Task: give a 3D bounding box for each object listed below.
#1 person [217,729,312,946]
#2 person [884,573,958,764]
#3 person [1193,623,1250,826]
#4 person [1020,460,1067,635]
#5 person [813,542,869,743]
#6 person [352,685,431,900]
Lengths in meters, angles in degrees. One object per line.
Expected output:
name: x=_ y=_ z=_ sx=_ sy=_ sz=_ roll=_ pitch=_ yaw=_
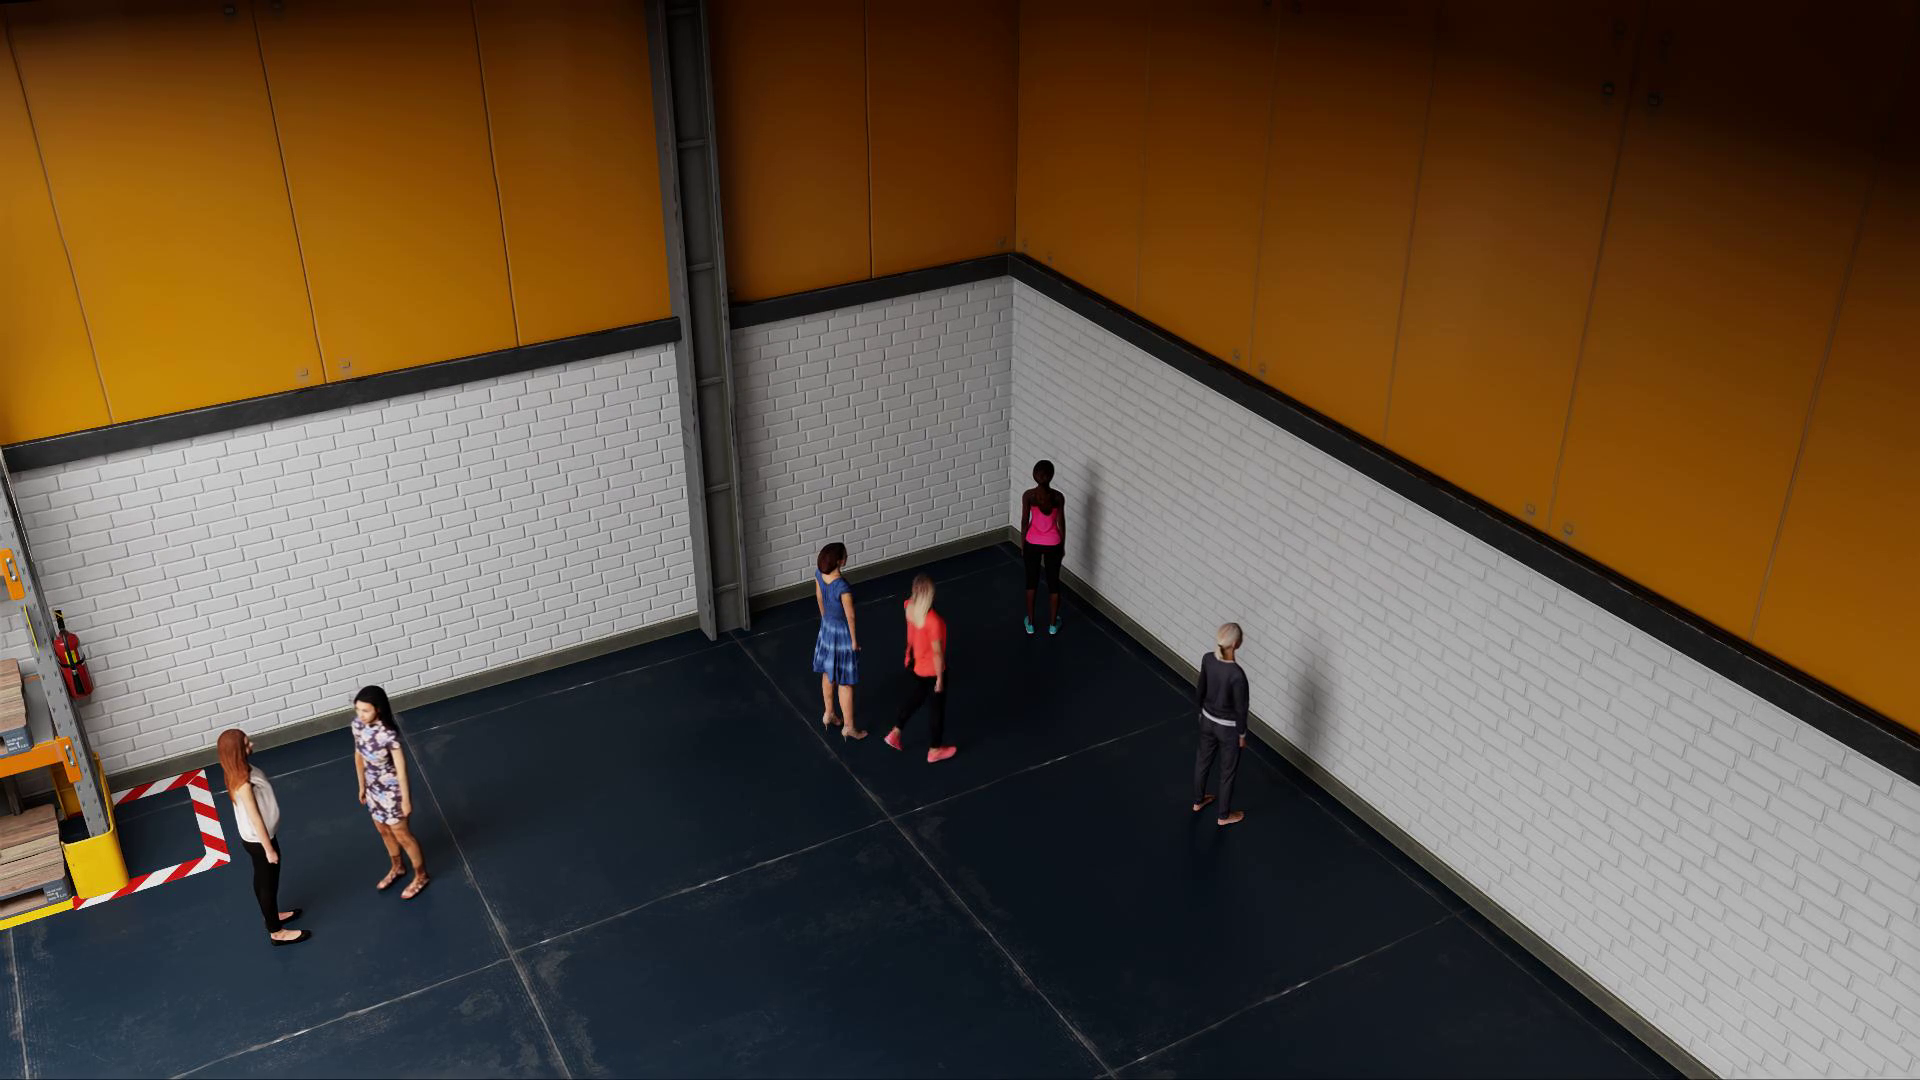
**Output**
person: x=-4.806 y=2.019 z=11.374 sx=0.492 sy=1.722 sz=0.567 roll=-16 pitch=33 yaw=-27
person: x=-0.359 y=1.045 z=13.207 sx=0.842 sy=1.677 sz=0.688 roll=-19 pitch=34 yaw=-30
person: x=1.979 y=1.364 z=12.570 sx=0.582 sy=1.726 sz=0.653 roll=-23 pitch=36 yaw=-35
person: x=0.745 y=0.060 z=14.966 sx=0.647 sy=1.722 sz=0.722 roll=3 pitch=29 yaw=6
person: x=-0.976 y=0.815 z=13.492 sx=0.629 sy=1.806 sz=0.708 roll=-23 pitch=36 yaw=-35
person: x=-4.061 y=1.773 z=11.815 sx=0.668 sy=1.732 sz=0.674 roll=16 pitch=32 yaw=26
